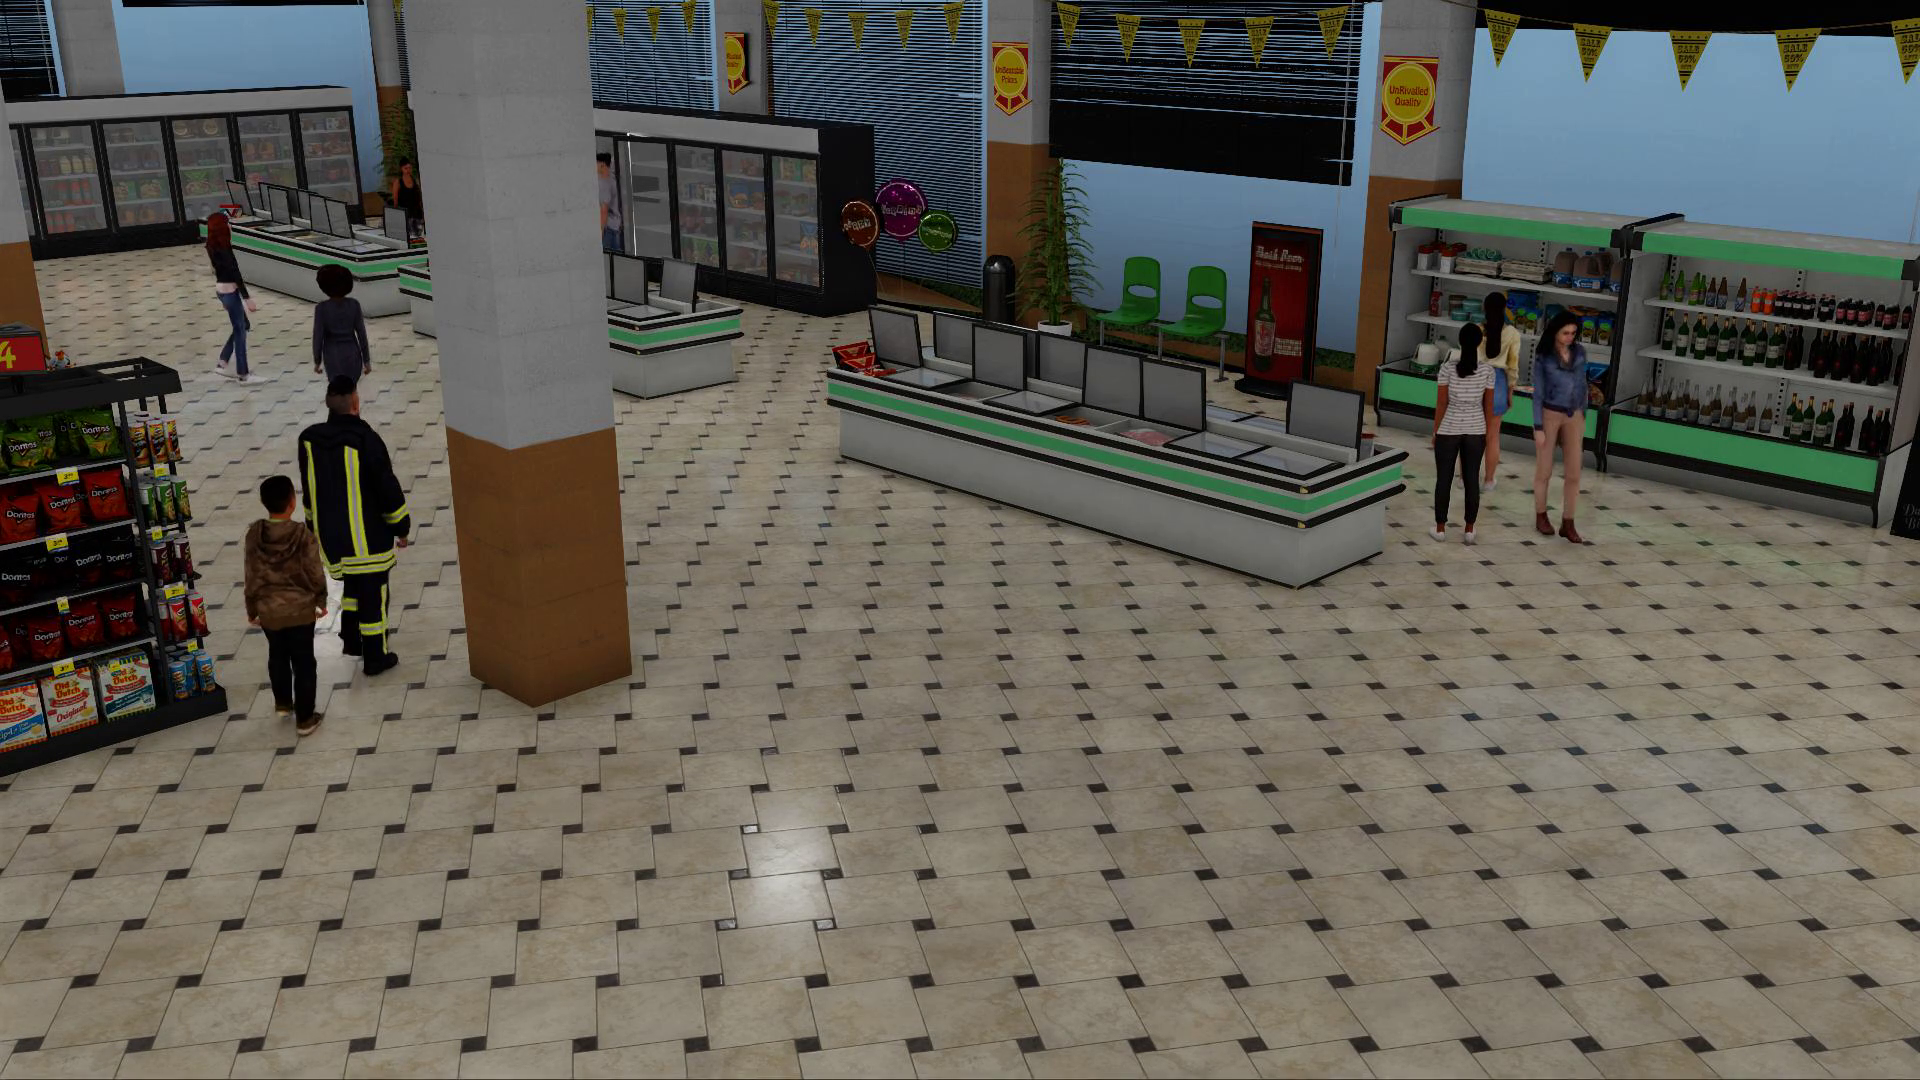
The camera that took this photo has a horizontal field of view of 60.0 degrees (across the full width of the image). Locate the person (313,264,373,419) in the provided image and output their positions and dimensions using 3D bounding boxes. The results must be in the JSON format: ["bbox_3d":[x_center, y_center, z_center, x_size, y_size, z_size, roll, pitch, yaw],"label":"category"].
[{"bbox_3d":[-5.297,-1.491,14.352,0.668,1.669,1.071,-14,23,-36],"label":"person"}]

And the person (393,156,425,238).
[{"bbox_3d":[-7.808,-4.580,23.534,0.572,1.656,0.589,17,25,41],"label":"person"}]

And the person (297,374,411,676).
[{"bbox_3d":[-3.632,-0.067,9.839,0.875,1.854,0.983,4,19,13],"label":"person"}]

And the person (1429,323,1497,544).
[{"bbox_3d":[3.714,-0.795,12.324,0.637,1.646,0.716,2,19,6],"label":"person"}]

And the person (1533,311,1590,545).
[{"bbox_3d":[4.405,-0.867,12.390,0.869,1.740,0.931,-3,19,-8],"label":"person"}]

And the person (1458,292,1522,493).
[{"bbox_3d":[4.296,-1.216,13.598,0.641,1.630,0.768,6,19,16],"label":"person"}]

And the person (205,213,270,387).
[{"bbox_3d":[-7.504,-2.430,16.966,0.727,1.777,0.703,-12,22,-33],"label":"person"}]

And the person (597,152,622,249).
[{"bbox_3d":[-4.693,-4.250,22.240,0.948,1.858,0.785,1,19,2],"label":"person"}]

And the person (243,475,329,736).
[{"bbox_3d":[-3.726,0.389,9.133,0.698,1.441,0.752,-1,19,-2],"label":"person"}]
